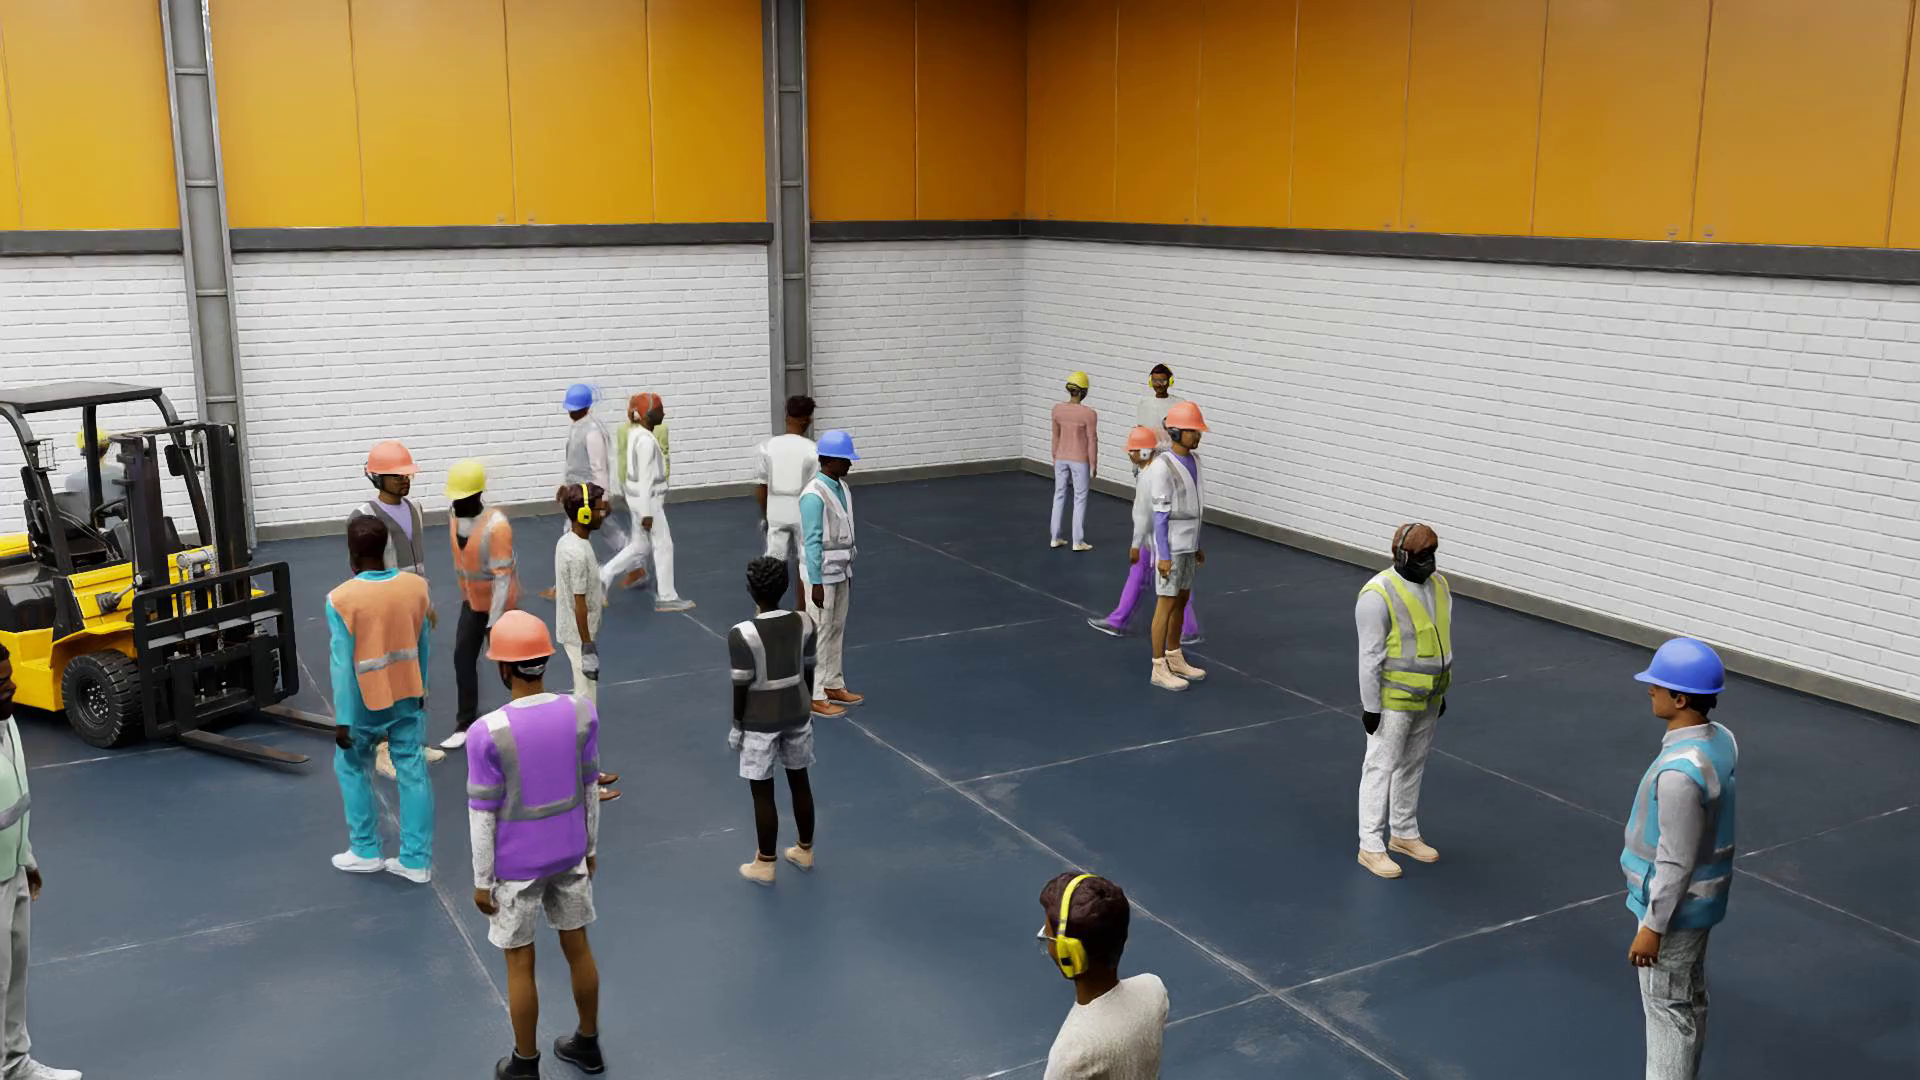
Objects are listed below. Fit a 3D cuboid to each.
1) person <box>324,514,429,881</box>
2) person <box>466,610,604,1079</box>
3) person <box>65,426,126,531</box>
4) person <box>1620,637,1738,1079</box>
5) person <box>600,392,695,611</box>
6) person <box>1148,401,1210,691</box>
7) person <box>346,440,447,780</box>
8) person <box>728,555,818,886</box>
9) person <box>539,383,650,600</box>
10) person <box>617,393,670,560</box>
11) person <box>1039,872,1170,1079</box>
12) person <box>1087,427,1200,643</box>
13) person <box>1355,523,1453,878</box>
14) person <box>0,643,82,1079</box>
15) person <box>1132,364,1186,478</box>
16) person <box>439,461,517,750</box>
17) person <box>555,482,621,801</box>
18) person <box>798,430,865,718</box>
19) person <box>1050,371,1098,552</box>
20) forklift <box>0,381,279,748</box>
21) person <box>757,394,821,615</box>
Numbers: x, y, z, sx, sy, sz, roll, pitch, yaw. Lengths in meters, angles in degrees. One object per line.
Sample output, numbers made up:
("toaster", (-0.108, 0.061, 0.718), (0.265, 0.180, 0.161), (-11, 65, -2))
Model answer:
("person", (-3.019, 0.800, 8.540), (0.698, 1.893, 0.631), (9, 15, 35))
("person", (-1.668, 1.220, 6.515), (0.546, 1.928, 0.387), (-10, 16, -40))
("person", (-6.524, -0.013, 12.731), (0.716, 1.743, 0.532), (8, 14, 33))
("person", (2.597, 1.304, 6.063), (0.389, 1.949, 0.604), (8, 15, 34))
("person", (-2.689, -0.301, 13.832), (0.816, 1.862, 0.586), (-4, 13, -19))
("person", (1.564, 0.032, 11.799), (0.367, 2.046, 0.608), (8, 14, 32))
("person", (-3.376, 0.411, 10.026), (0.378, 2.045, 0.605), (4, 13, 17))
("person", (-0.950, 0.914, 8.485), (0.540, 1.695, 0.317), (-11, 16, -41))
("person", (-3.159, -0.436, 14.387), (0.966, 1.886, 0.632), (-4, 13, -19))
("person", (-2.966, -0.572, 15.625), (0.494, 1.624, 0.279), (0, 12, 0))
("person", (0.331, 1.734, 4.254), (0.328, 1.865, 0.520), (8, 14, 31))
("person", (1.462, -0.031, 12.911), (0.912, 1.694, 0.572), (2, 12, 9))
("person", (2.315, 0.813, 8.621), (0.636, 1.842, 0.429), (-9, 15, -37))
("person", (-3.659, 1.285, 6.253), (0.390, 1.912, 0.588), (-3, 12, -12))
("person", (1.916, -0.759, 15.926), (0.533, 1.868, 0.310), (3, 12, 14))
("person", (-3.007, 0.402, 10.493), (0.599, 1.856, 0.869), (8, 15, 35))
("person", (-2.169, 0.589, 9.638), (0.333, 1.860, 0.511), (-4, 13, -16))
("person", (-0.868, 0.222, 11.171), (0.415, 1.939, 0.604), (4, 13, 18))
("person", (1.121, -0.769, 16.249), (0.524, 1.757, 0.354), (9, 15, 36))
("forklift", (-5.853, 0.085, 11.199), (2.313, 2.155, 1.214), (7, 14, 28))
("person", (-1.332, -0.164, 13.011), (0.601, 1.930, 0.722), (3, 12, 14))
